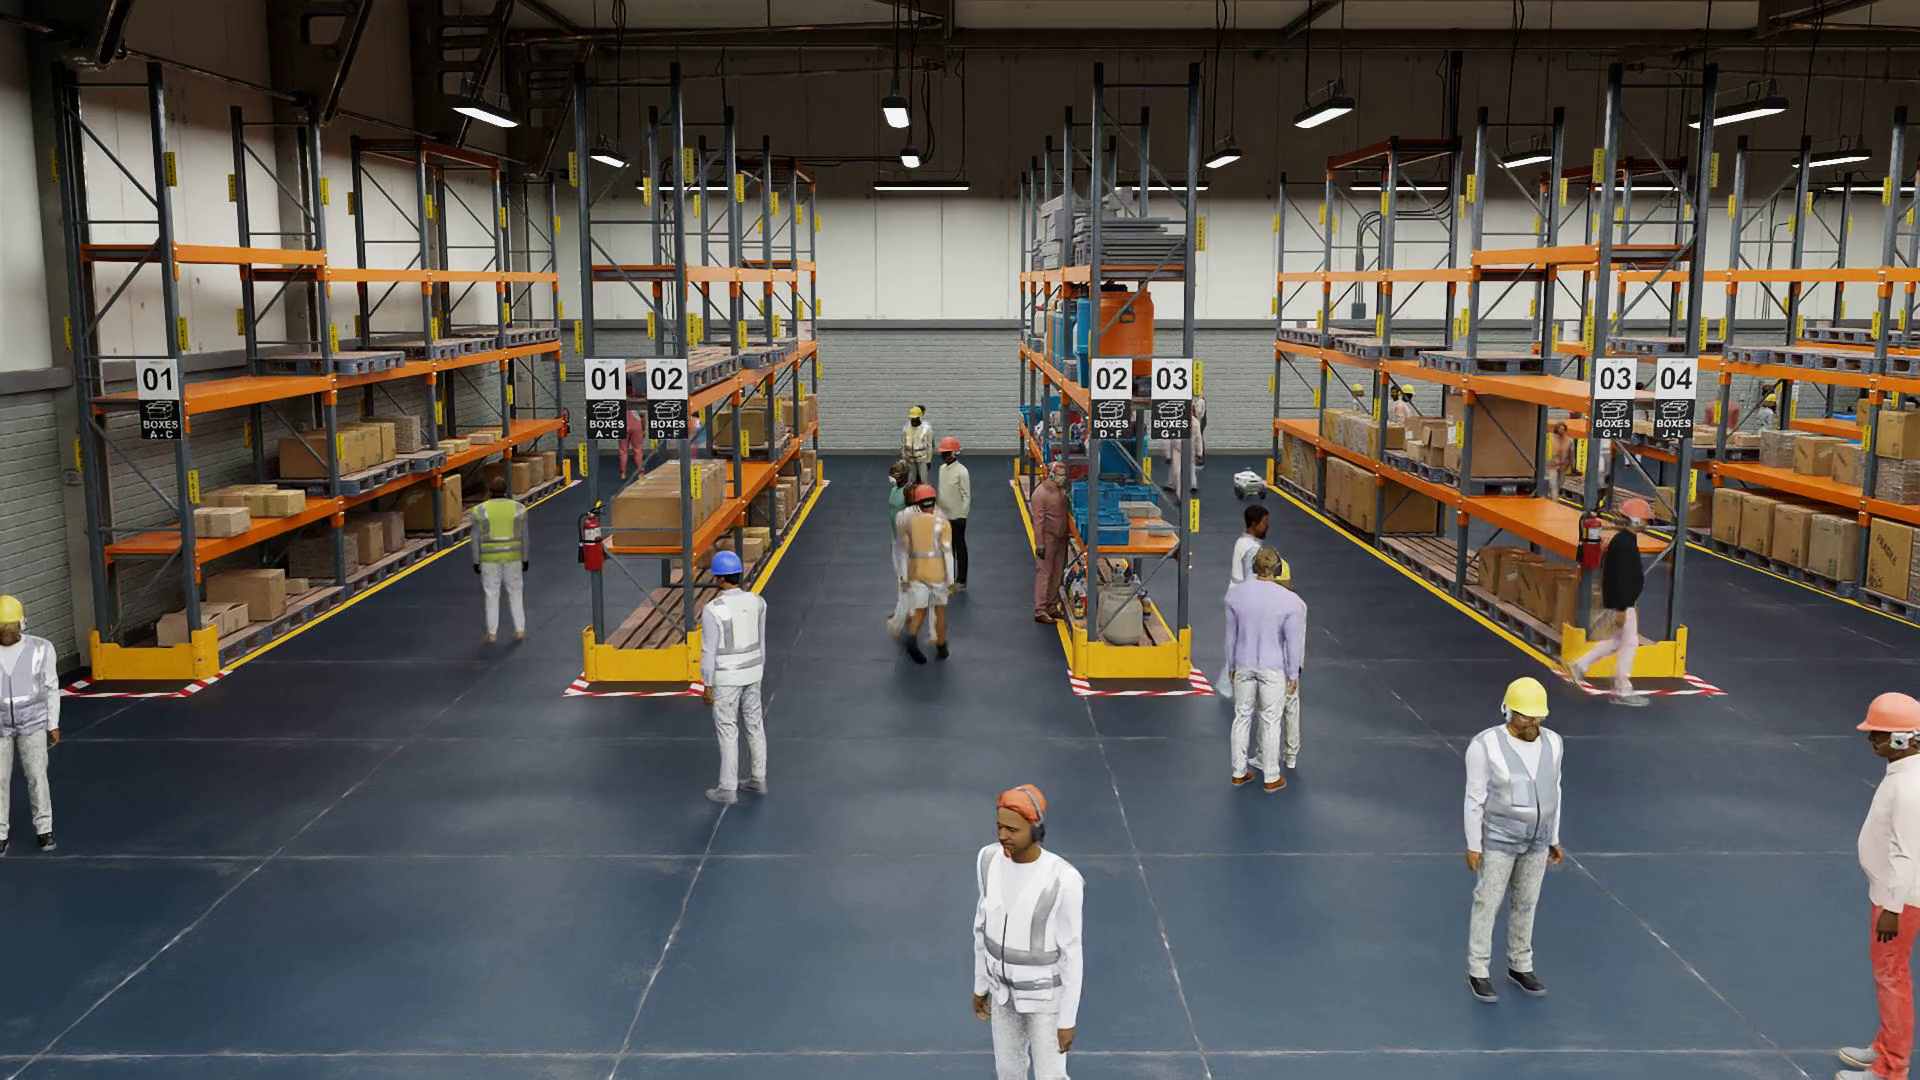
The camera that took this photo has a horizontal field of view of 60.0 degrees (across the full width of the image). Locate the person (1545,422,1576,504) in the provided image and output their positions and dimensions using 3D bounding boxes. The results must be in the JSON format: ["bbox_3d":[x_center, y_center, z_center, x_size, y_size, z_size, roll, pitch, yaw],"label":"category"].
[{"bbox_3d":[10.203,-1.205,28.309,0.538,1.585,0.851,0,9,-2],"label":"person"}]

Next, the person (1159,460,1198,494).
[{"bbox_3d":[4.132,-1.763,31.331,0.833,1.773,0.634,4,10,25],"label":"person"}]

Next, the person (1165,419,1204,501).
[{"bbox_3d":[3.985,-1.532,29.606,0.639,1.860,0.998,-2,9,-11],"label":"person"}]

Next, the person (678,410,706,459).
[{"bbox_3d":[-4.834,-1.538,29.844,0.662,1.801,0.827,4,10,26],"label":"person"}]

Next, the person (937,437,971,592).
[{"bbox_3d":[-0.106,-0.330,21.415,0.394,1.994,0.612,-6,11,-34],"label":"person"}]

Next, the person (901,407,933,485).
[{"bbox_3d":[-0.753,-1.419,28.998,0.588,1.821,0.404,4,10,22],"label":"person"}]

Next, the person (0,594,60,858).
[{"bbox_3d":[-6.579,1.281,11.561,0.590,1.835,0.404,-5,10,-29],"label":"person"}]

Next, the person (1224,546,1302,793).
[{"bbox_3d":[2.362,1.010,13.023,0.623,1.932,0.370,5,10,28],"label":"person"}]

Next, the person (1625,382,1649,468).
[{"bbox_3d":[14.421,-2.442,35.458,0.521,1.857,0.343,7,11,36],"label":"person"}]

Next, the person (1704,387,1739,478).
[{"bbox_3d":[15.268,-2.132,33.379,0.653,1.883,0.683,4,10,22],"label":"person"}]

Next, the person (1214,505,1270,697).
[{"bbox_3d":[2.678,0.609,15.679,0.528,1.905,0.616,1,9,8],"label":"person"}]

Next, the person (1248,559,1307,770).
[{"bbox_3d":[2.580,1.011,13.592,0.487,1.746,0.289,-2,9,-12],"label":"person"}]

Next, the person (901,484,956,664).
[{"bbox_3d":[-0.362,0.371,17.259,0.596,1.892,0.817,3,9,19],"label":"person"}]

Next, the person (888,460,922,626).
[{"bbox_3d":[-0.645,0.029,19.334,0.380,1.930,0.625,-4,10,-23],"label":"person"}]

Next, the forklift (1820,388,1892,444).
[{"bbox_3d":[20.072,-3.110,36.462,1.873,2.768,1.129,0,9,0],"label":"forklift"}]

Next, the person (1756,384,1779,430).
[{"bbox_3d":[16.975,-2.356,34.978,0.429,1.835,0.625,4,10,24],"label":"person"}]

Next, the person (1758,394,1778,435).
[{"bbox_3d":[16.293,-2.086,33.568,0.324,1.730,0.490,0,9,2],"label":"person"}]

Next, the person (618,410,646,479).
[{"bbox_3d":[-6.663,-2.246,33.590,0.674,2.000,0.535,0,9,0],"label":"person"}]

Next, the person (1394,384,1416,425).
[{"bbox_3d":[8.966,-2.182,33.581,0.397,1.920,0.598,6,10,32],"label":"person"}]

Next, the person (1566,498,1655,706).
[{"bbox_3d":[6.161,0.575,15.668,0.651,1.967,0.636,3,9,16],"label":"person"}]

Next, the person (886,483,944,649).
[{"bbox_3d":[-0.486,0.259,18.274,0.637,1.781,0.996,-5,10,-28],"label":"person"}]

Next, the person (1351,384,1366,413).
[{"bbox_3d":[8.768,-2.580,36.735,0.337,1.735,0.484,9,12,44],"label":"person"}]

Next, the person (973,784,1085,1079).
[{"bbox_3d":[0.282,1.952,7.126,0.579,1.878,0.351,8,12,43],"label":"person"}]

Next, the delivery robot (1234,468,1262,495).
[{"bbox_3d":[5.298,-1.085,30.586,0.477,0.478,0.707,-1,9,-7],"label":"delivery robot"}]

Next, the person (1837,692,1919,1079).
[{"bbox_3d":[4.597,1.730,8.218,0.410,1.981,0.625,4,10,26],"label":"person"}]

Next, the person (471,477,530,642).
[{"bbox_3d":[-5.096,0.210,18.458,0.632,1.835,0.429,-4,10,-22],"label":"person"}]

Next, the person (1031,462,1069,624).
[{"bbox_3d":[1.089,0.025,19.470,0.401,1.894,0.655,6,11,33],"label":"person"}]

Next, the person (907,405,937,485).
[{"bbox_3d":[-0.708,-1.701,31.316,0.548,1.656,0.853,4,10,25],"label":"person"}]

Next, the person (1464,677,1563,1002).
[{"bbox_3d":[3.082,1.647,9.224,0.601,1.827,0.404,-2,9,-14],"label":"person"}]

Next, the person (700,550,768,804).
[{"bbox_3d":[-1.744,1.043,12.779,0.425,1.938,0.604,8,12,40],"label":"person"}]

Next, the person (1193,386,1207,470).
[{"bbox_3d":[5.054,-2.405,35.272,0.350,1.839,0.504,1,9,9],"label":"person"}]
